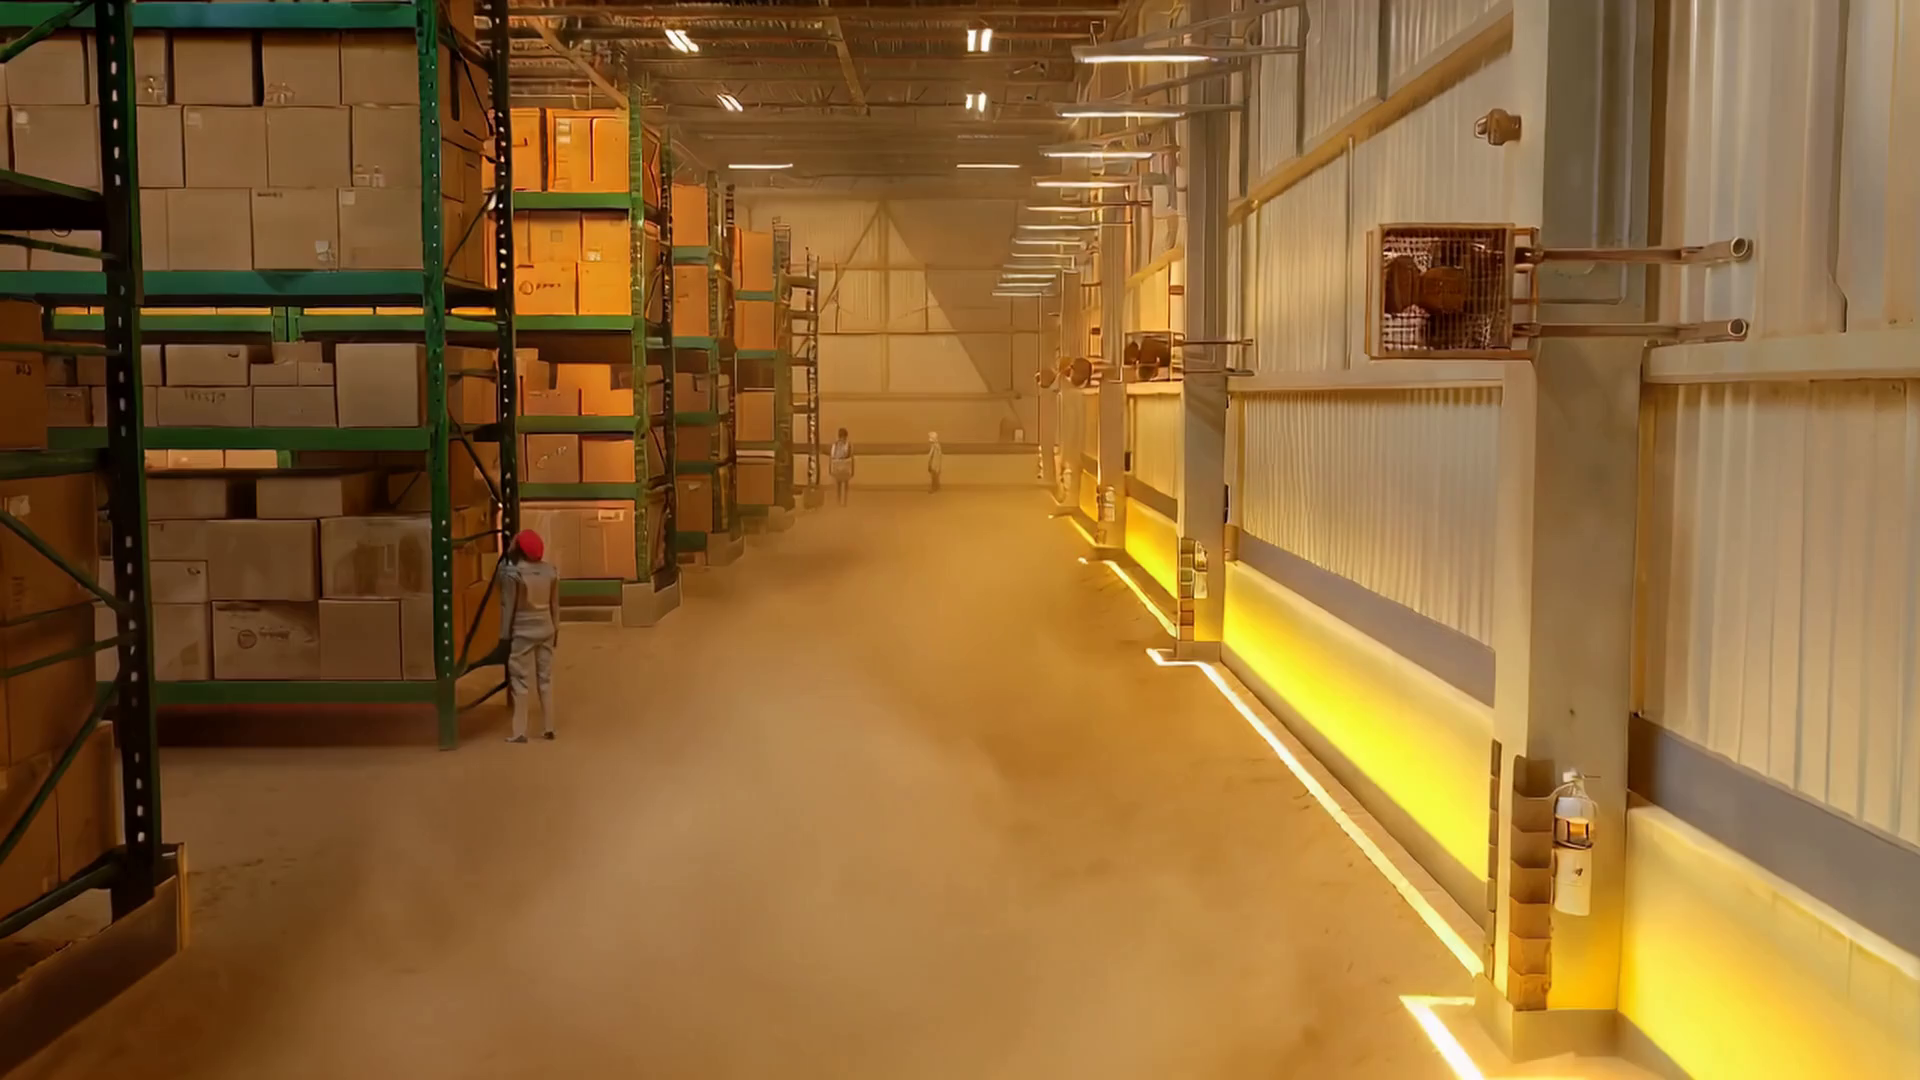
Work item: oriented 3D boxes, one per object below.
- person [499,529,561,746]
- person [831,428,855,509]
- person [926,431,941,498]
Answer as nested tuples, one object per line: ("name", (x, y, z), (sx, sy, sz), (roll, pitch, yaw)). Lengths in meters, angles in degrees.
("person", (-3.231, 0.735, 12.555), (0.312, 1.632, 0.526), (4, 6, 40))
("person", (-2.752, -1.695, 39.199), (0.567, 1.922, 0.638), (0, 5, 1))
("person", (-0.704, -1.970, 43.440), (0.357, 1.742, 0.563), (-3, 6, -29))
